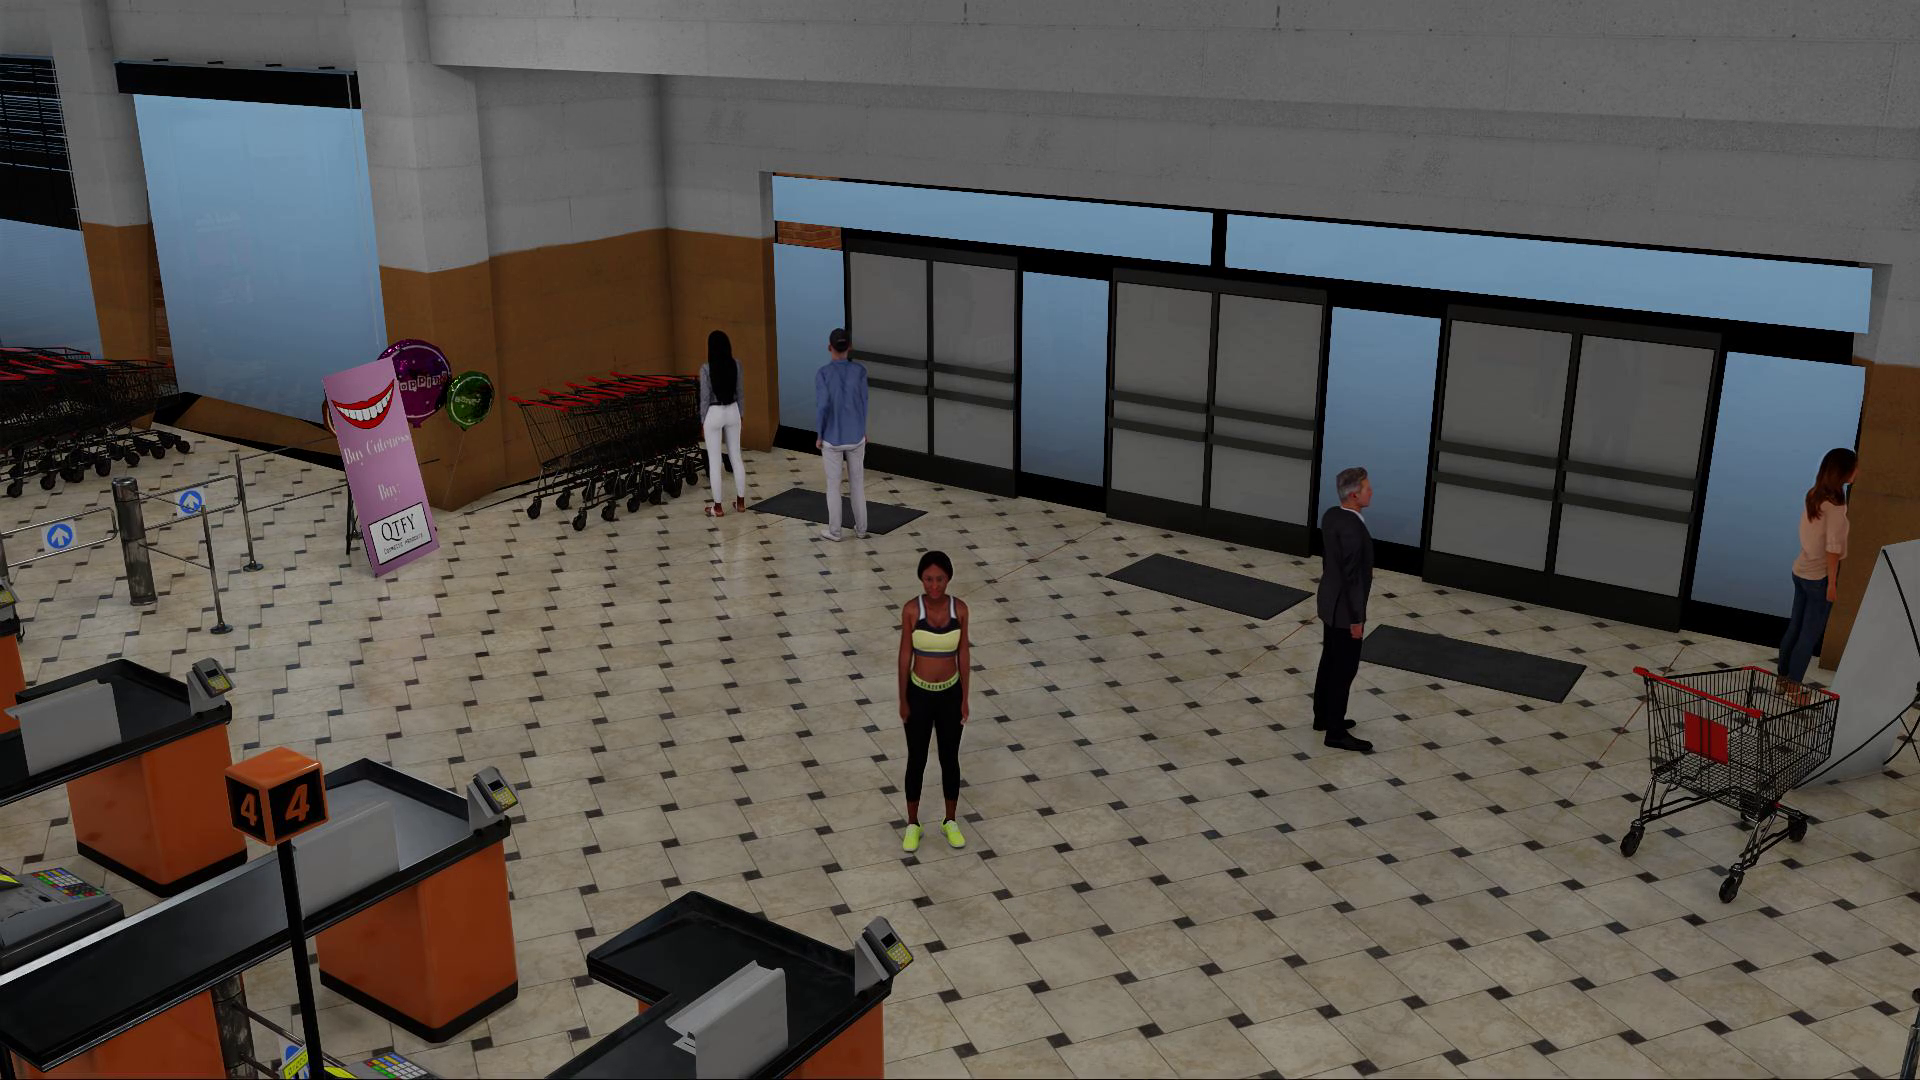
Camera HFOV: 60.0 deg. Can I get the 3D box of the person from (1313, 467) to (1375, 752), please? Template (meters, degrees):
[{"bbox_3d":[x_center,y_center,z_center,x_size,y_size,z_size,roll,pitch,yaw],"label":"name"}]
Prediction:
[{"bbox_3d":[2.452,0.412,10.591,0.863,1.842,0.775,-1,19,-4],"label":"person"}]

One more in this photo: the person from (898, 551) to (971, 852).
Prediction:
[{"bbox_3d":[-0.147,0.889,9.314,0.639,1.755,0.695,-3,19,-8],"label":"person"}]

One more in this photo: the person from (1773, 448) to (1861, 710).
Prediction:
[{"bbox_3d":[5.747,0.242,11.178,0.734,1.790,0.620,2,19,5],"label":"person"}]

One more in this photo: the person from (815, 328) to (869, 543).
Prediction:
[{"bbox_3d":[-1.019,-0.913,14.451,0.696,1.887,0.804,-8,20,-21],"label":"person"}]

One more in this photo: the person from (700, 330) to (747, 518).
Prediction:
[{"bbox_3d":[-2.168,-1.075,15.186,0.587,1.725,0.720,-12,22,-31],"label":"person"}]
